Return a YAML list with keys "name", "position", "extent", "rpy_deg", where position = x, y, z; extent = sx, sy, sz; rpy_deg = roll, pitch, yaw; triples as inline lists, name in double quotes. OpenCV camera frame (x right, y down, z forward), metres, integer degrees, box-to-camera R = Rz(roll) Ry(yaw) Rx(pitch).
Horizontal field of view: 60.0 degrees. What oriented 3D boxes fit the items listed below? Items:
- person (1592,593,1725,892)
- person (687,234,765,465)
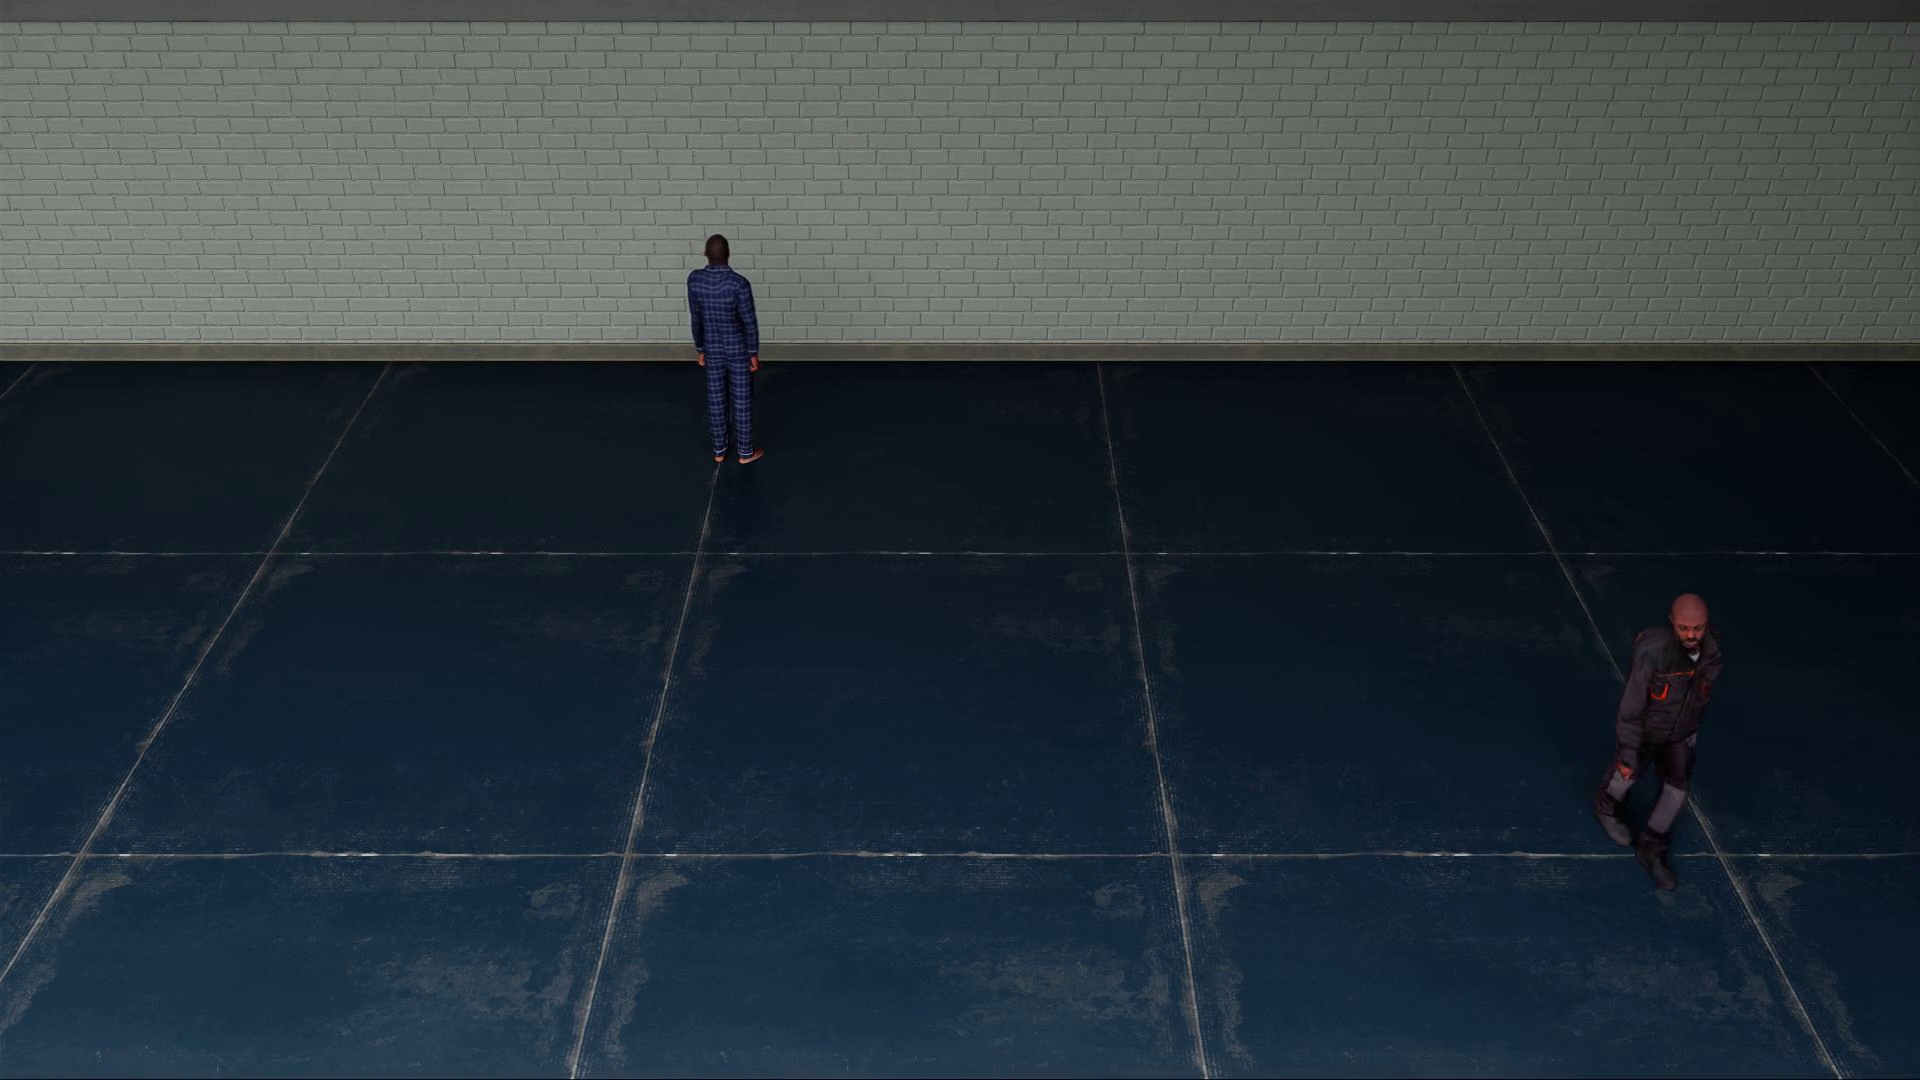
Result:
- name: "person"
  position: [3.641, 0.916, 8.735]
  extent: [0.809, 1.779, 0.979]
  rpy_deg: [-9, 34, -13]
- name: "person"
  position: [-1.725, -1.404, 12.264]
  extent: [0.727, 1.822, 0.691]
  rpy_deg: [8, 34, 12]
